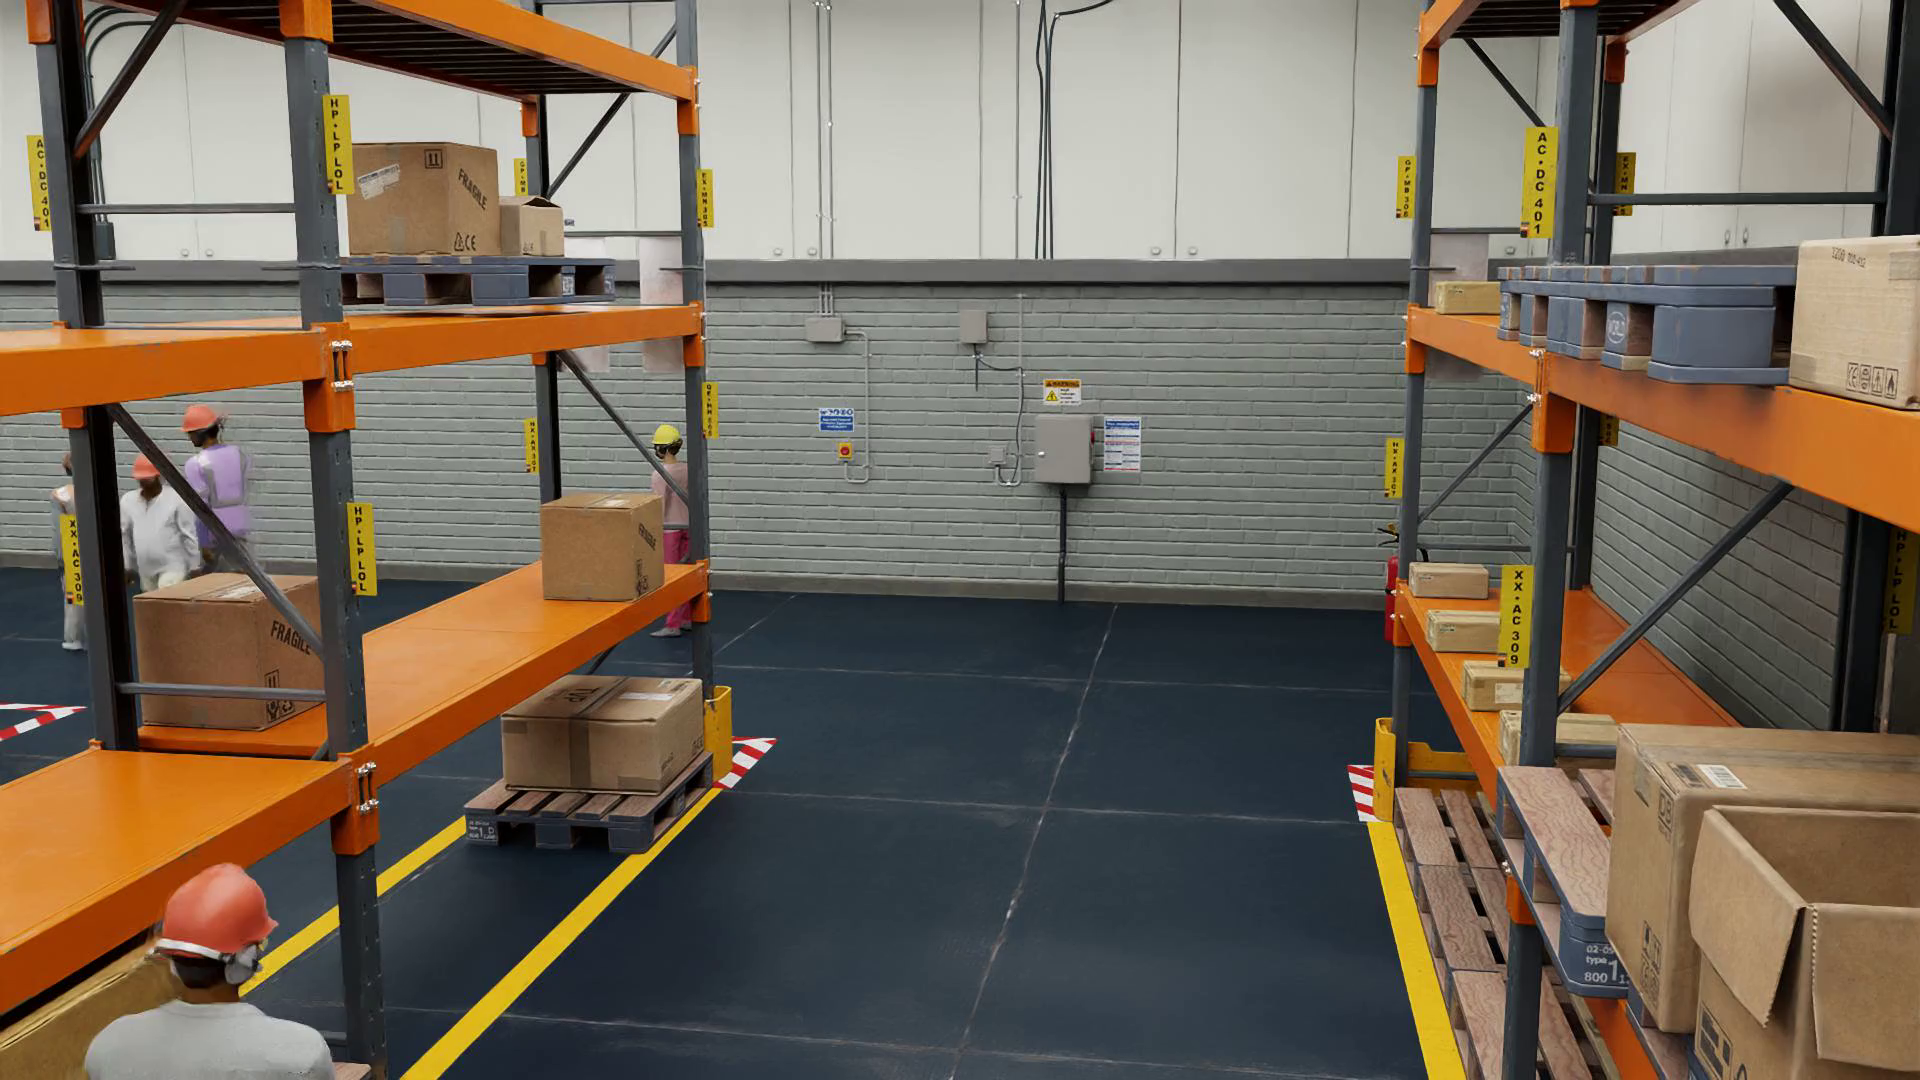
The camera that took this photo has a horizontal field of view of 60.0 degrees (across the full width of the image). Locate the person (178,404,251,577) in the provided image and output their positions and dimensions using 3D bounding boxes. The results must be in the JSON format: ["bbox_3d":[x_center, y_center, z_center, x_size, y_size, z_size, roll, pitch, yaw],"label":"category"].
[{"bbox_3d":[-5.802,-0.083,13.182,0.965,1.995,0.602,5,10,26],"label":"person"}]

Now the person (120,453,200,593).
[{"bbox_3d":[-5.999,0.159,12.519,0.591,1.723,0.789,1,9,7],"label":"person"}]

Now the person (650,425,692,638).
[{"bbox_3d":[-2.400,-0.071,13.784,0.311,1.769,0.522,4,10,21],"label":"person"}]

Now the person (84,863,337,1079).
[{"bbox_3d":[-1.652,1.583,3.732,0.574,1.720,0.841,1,9,8],"label":"person"}]
